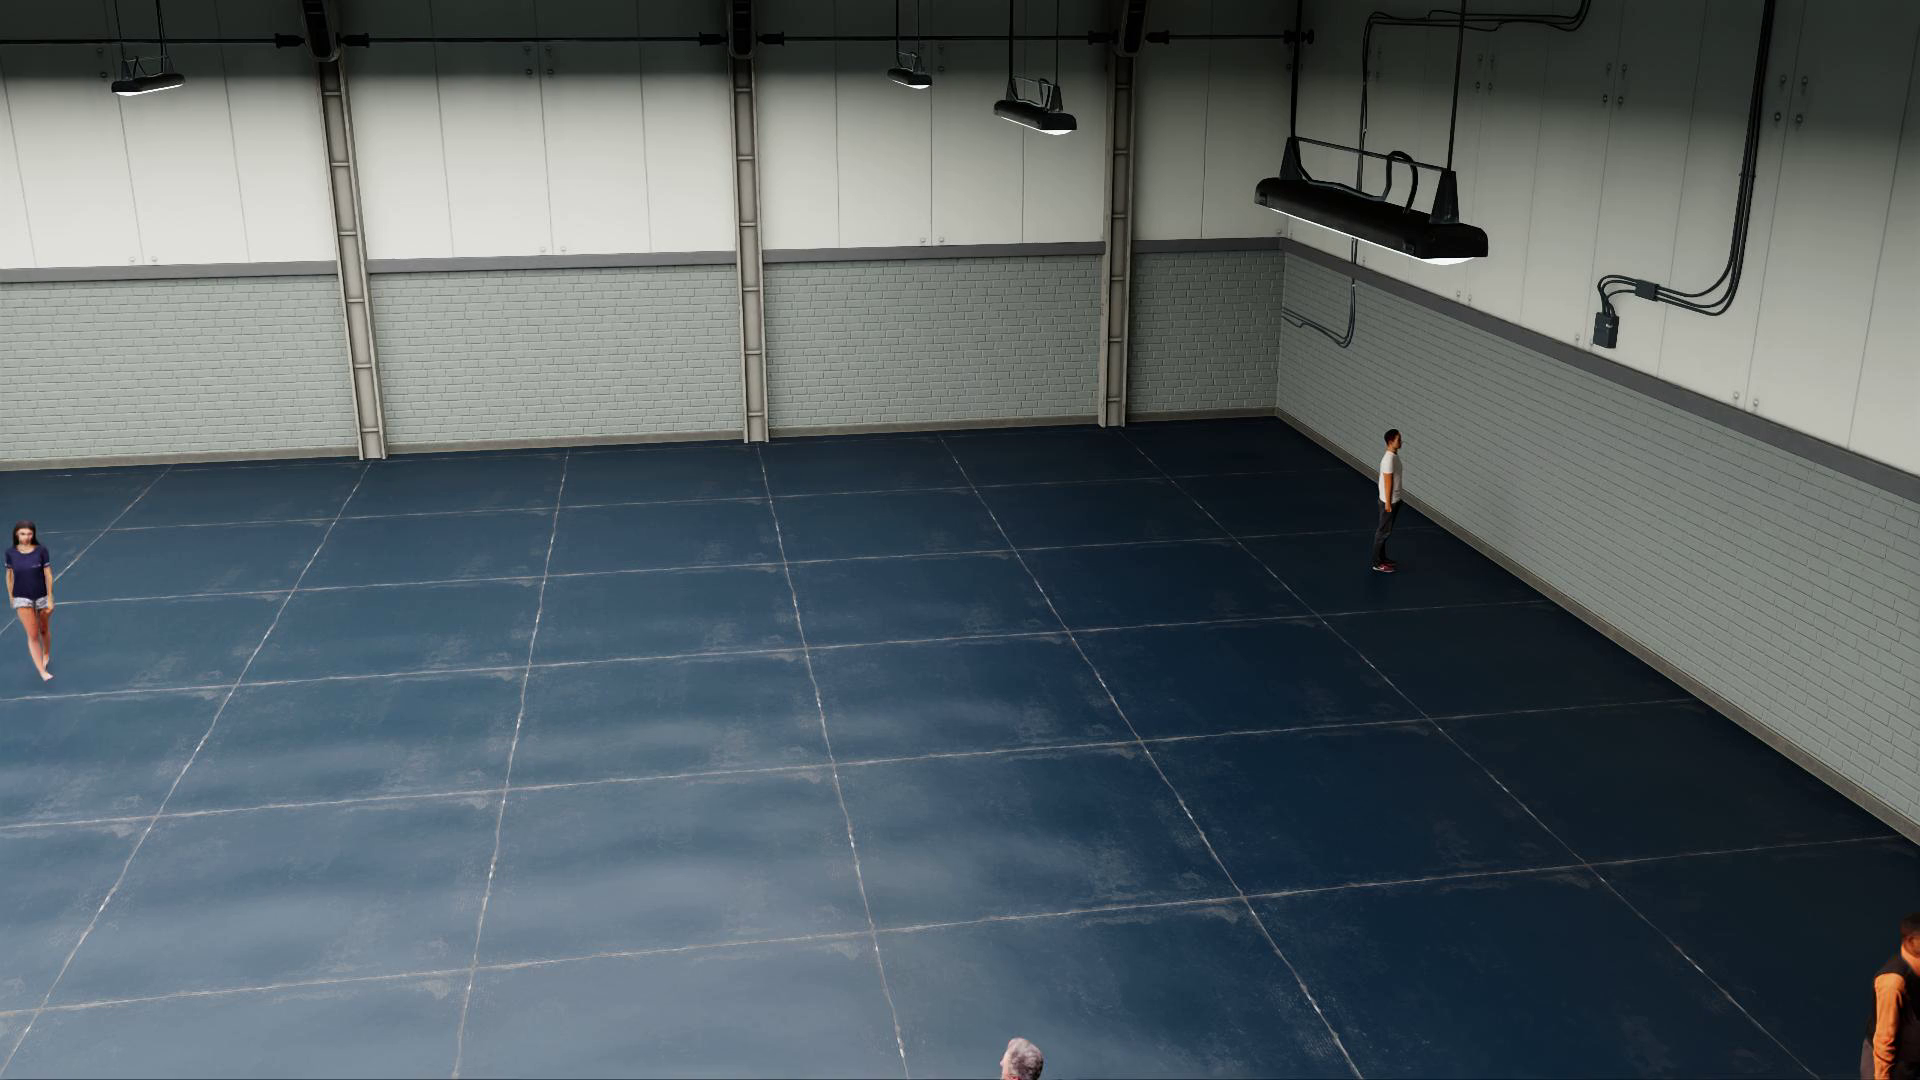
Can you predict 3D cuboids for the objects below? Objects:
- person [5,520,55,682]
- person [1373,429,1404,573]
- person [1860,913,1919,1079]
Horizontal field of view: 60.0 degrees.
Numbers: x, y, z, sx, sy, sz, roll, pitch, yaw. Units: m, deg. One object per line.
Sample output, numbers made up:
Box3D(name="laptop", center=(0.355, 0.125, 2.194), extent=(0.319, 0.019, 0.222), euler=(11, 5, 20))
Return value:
Box3D(name="person", center=(-9.785, 0.615, 17.542), extent=(1.082, 1.713, 0.871), euler=(-7, 19, -20))
Box3D(name="person", center=(5.376, -0.516, 20.869), extent=(0.706, 1.804, 0.718), euler=(6, 19, 18))
Box3D(name="person", center=(5.465, 3.043, 9.772), extent=(0.745, 1.907, 0.853), euler=(-16, 24, -41))
